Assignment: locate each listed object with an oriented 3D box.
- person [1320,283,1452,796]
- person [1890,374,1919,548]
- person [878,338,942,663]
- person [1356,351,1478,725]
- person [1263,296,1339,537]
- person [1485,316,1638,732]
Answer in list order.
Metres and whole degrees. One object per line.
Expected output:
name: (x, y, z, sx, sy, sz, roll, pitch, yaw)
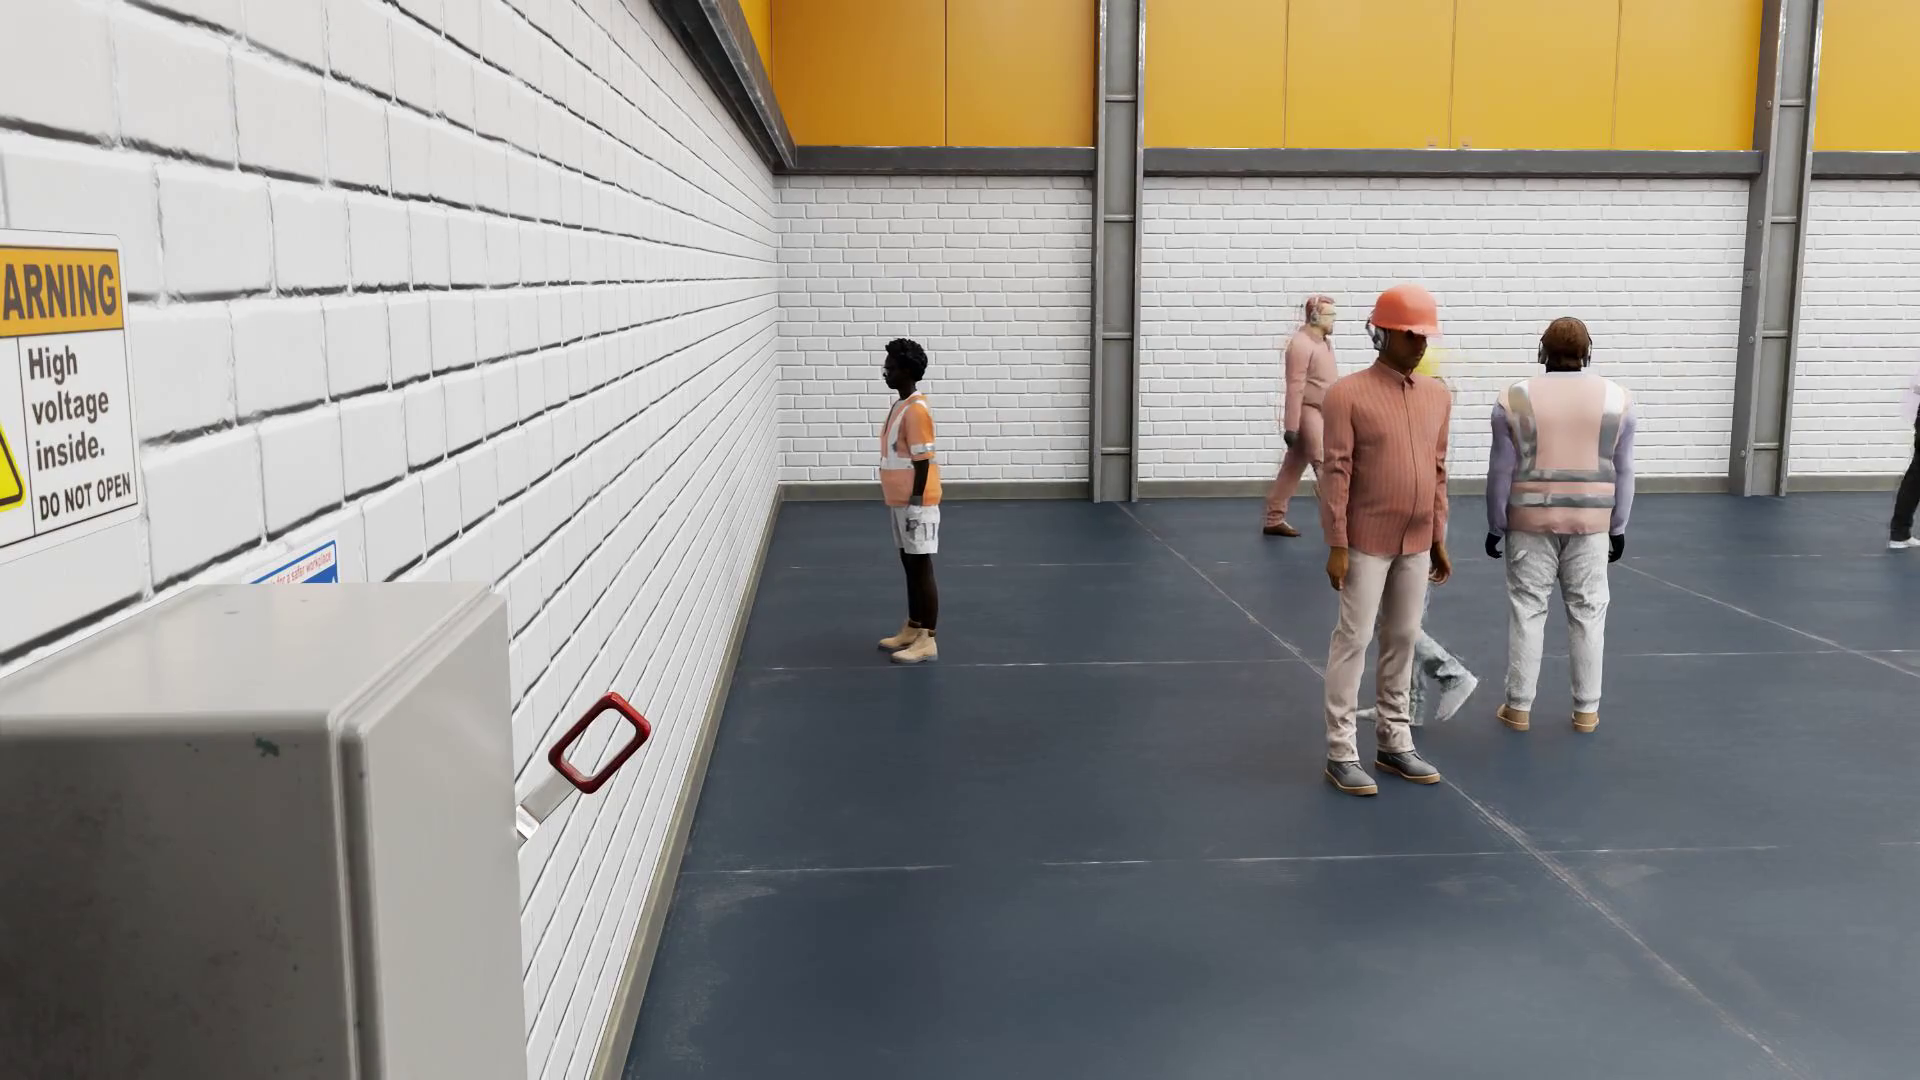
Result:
person: (1.684, -0.004, 6.540, 0.609, 1.992, 0.383, -5, 10, -27)
person: (7.099, -0.817, 12.008, 0.645, 1.873, 0.674, 8, 12, 39)
person: (-0.263, -0.206, 8.727, 0.321, 1.696, 0.536, -2, 9, -12)
person: (2.025, -0.005, 7.346, 0.477, 1.733, 0.481, 5, 10, 29)
person: (2.760, -0.912, 12.631, 0.976, 1.855, 0.660, 4, 10, 25)
person: (2.641, -0.062, 7.370, 0.621, 1.845, 0.429, 2, 9, 10)
